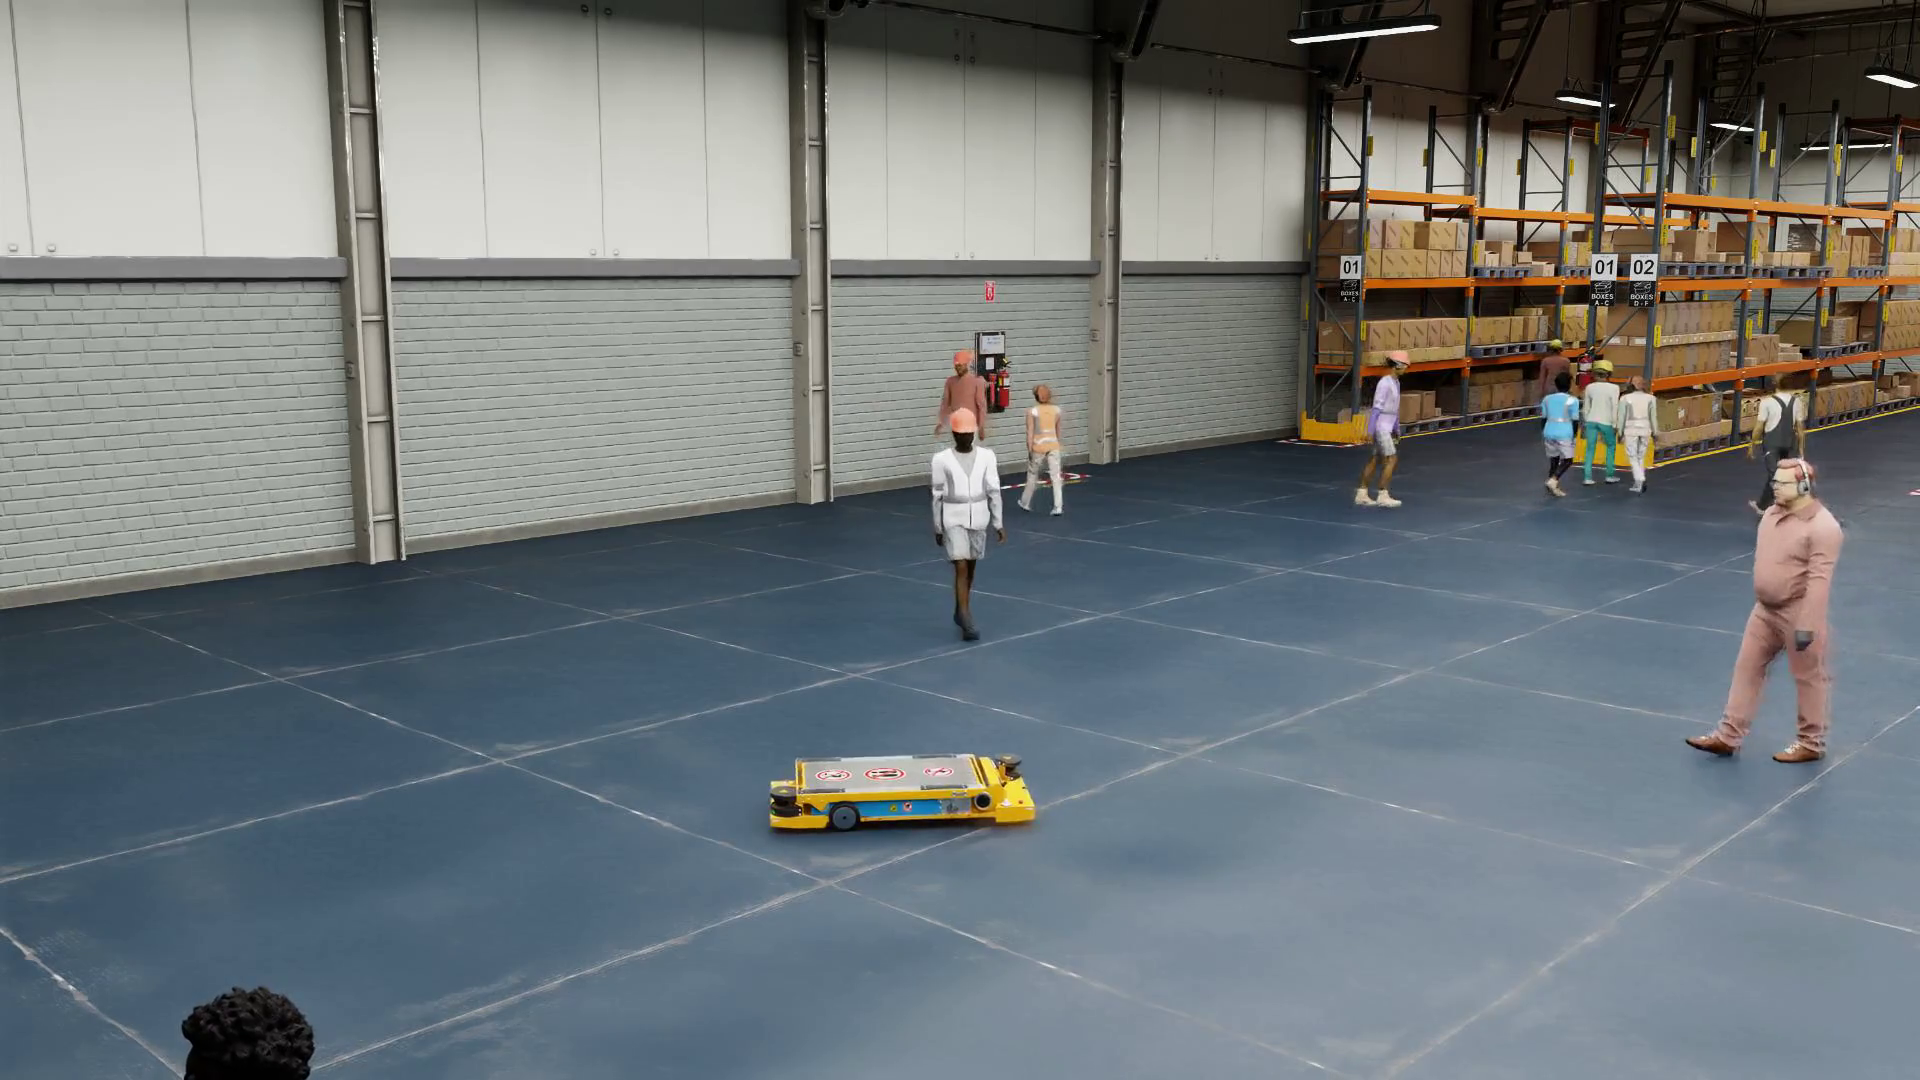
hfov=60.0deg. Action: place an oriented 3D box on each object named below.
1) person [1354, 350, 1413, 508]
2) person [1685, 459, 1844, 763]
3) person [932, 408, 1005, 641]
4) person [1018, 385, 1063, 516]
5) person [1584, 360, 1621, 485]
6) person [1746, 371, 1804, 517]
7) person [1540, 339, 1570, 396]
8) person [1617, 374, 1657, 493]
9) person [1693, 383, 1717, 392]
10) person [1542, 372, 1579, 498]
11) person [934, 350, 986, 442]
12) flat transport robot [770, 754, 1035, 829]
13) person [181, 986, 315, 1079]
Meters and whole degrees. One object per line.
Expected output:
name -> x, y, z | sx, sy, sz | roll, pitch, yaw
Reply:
person -> 5.353, -1.396, 20.988 | 0.752, 1.991, 0.624 | 4, 10, 22
person -> 4.911, 0.449, 10.100 | 0.878, 1.872, 0.673 | -2, 10, -12
person -> 0.051, -0.152, 13.760 | 0.557, 1.888, 0.992 | -2, 10, -15
person -> 1.019, -1.104, 20.425 | 0.508, 1.594, 0.875 | -4, 10, -22
person -> 8.996, -1.631, 23.221 | 0.763, 1.738, 0.549 | -8, 12, -41
person -> 9.721, -1.112, 19.869 | 0.563, 1.793, 0.961 | -1, 9, -8
person -> 10.663, -2.732, 29.875 | 0.534, 1.749, 0.511 | 8, 12, 39
person -> 9.066, -1.402, 22.199 | 0.539, 1.614, 0.614 | 0, 9, -3
person -> 16.626, -3.964, 37.134 | 0.935, 1.854, 0.581 | -2, 10, -13
person -> 7.816, -1.360, 21.743 | 0.504, 1.683, 0.535 | -7, 12, -38
person -> -0.016, -1.507, 21.811 | 0.635, 1.938, 1.006 | 8, 12, 40
flat transport robot -> -0.338, 1.389, 9.269 | 1.431, 0.197, 0.652 | -1, 9, -6
person -> -1.308, 1.671, 3.215 | 0.317, 1.695, 0.540 | -8, 12, -41
